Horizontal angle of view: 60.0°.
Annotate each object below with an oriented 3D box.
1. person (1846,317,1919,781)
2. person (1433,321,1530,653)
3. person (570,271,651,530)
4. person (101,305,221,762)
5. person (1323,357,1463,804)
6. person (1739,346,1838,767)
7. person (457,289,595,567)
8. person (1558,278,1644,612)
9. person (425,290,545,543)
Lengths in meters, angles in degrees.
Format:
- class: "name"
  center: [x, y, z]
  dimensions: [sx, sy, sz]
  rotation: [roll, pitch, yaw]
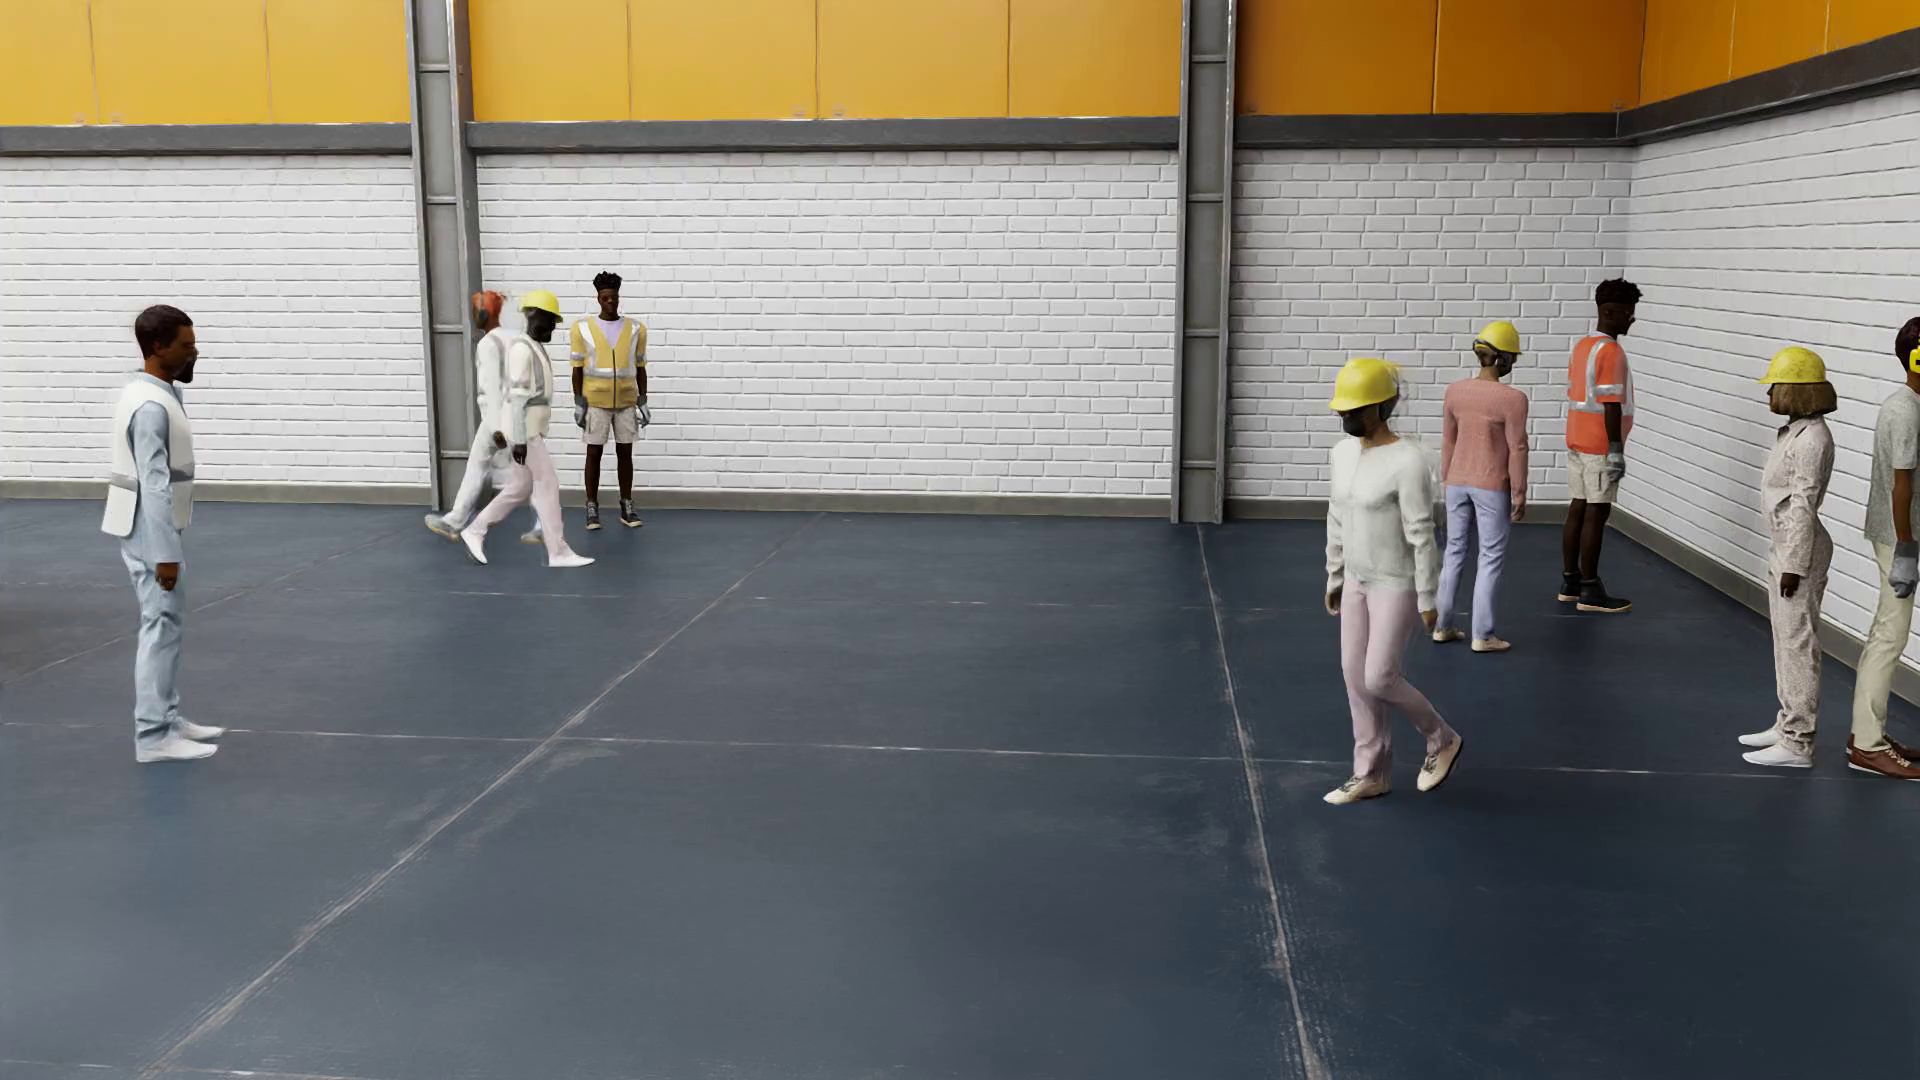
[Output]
- class: "person"
  center: [3.851, 0.025, 6.761]
  dimensions: [0.317, 1.870, 0.531]
  rotation: [5, 11, 28]
- class: "person"
  center: [2.783, -0.275, 8.820]
  dimensions: [0.342, 1.754, 0.531]
  rotation: [-7, 12, -36]
- class: "person"
  center: [-2.670, -1.067, 12.730]
  dimensions: [0.607, 1.966, 0.373]
  rotation: [-4, 11, -24]
- class: "person"
  center: [-3.336, -0.017, 6.931]
  dimensions: [0.423, 1.903, 0.594]
  rotation: [-5, 11, -25]
- class: "person"
  center: [1.608, 0.172, 6.310]
  dimensions: [0.535, 1.740, 0.528]
  rotation: [-4, 11, -23]
- class: "person"
  center: [3.432, 0.069, 6.897]
  dimensions: [0.340, 1.733, 0.479]
  rotation: [3, 10, 16]
- class: "person"
  center: [-2.962, -0.738, 11.153]
  dimensions: [0.876, 1.874, 0.673]
  rotation: [-1, 10, -4]
- class: "person"
  center: [3.794, -0.562, 9.863]
  dimensions: [0.375, 1.959, 0.600]
  rotation: [0, 10, 1]
- class: "person"
  center: [-3.379, -0.883, 12.063]
  dimensions: [1.026, 1.823, 0.564]
  rotation: [2, 10, 14]
